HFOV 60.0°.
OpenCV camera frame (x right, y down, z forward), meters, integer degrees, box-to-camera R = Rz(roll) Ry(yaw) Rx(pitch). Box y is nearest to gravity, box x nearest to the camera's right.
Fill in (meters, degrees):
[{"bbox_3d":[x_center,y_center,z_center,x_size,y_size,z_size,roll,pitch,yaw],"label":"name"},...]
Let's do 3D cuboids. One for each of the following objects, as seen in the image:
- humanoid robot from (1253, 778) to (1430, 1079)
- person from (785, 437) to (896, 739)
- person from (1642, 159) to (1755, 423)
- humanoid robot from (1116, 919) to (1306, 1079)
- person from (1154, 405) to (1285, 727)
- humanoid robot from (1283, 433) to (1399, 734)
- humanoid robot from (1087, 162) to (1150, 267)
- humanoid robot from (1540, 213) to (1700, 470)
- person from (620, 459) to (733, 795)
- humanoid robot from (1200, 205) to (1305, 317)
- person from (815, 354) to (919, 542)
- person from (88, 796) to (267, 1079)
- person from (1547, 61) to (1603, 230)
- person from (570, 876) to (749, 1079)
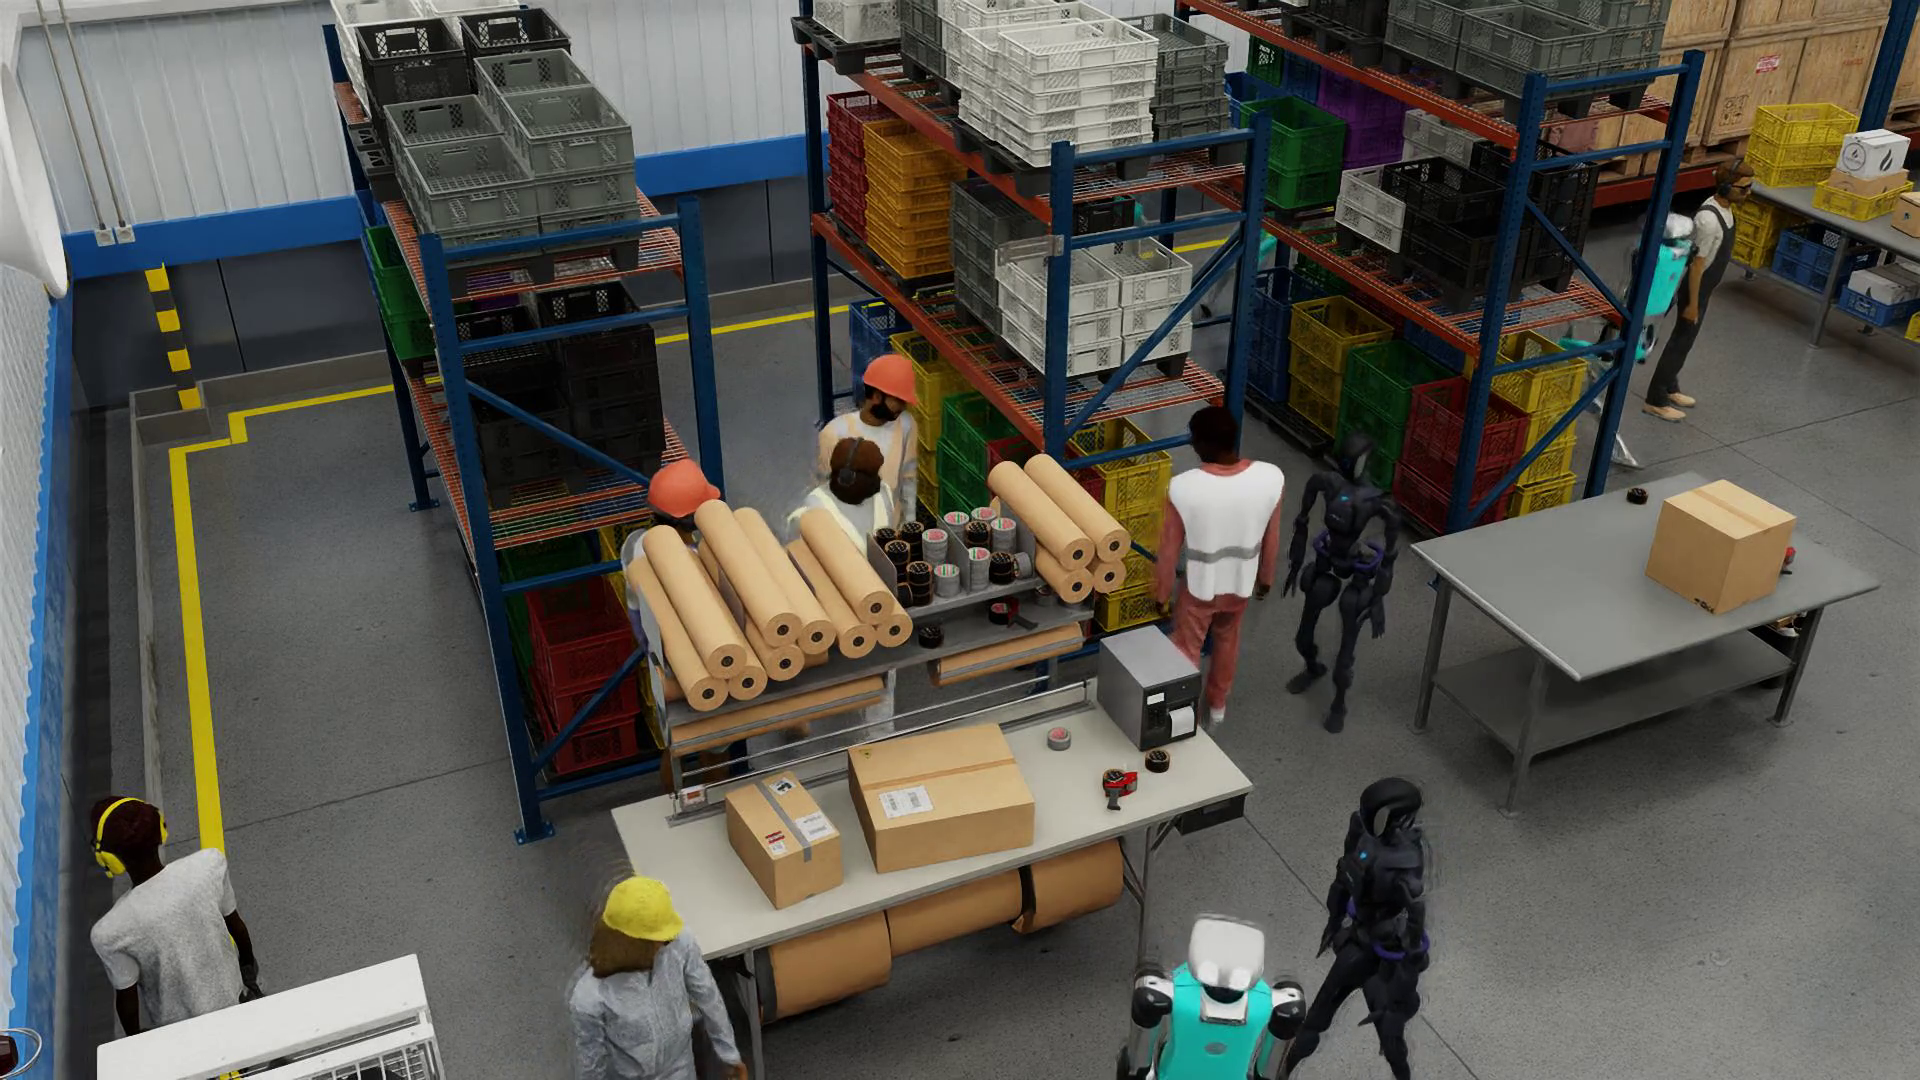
[{"bbox_3d":[1.484,1.559,6.129,0.750,1.631,0.603,-9,33,-14],"label":"humanoid robot"},{"bbox_3d":[-0.588,0.313,8.016,0.660,1.807,0.947,-22,38,-32],"label":"person"},{"bbox_3d":[4.977,-1.678,11.207,0.336,1.838,0.506,18,36,26],"label":"person"},{"bbox_3d":[0.781,1.870,5.647,0.564,1.898,0.742,2,32,3],"label":"humanoid robot"},{"bbox_3d":[1.263,0.231,8.066,0.637,1.878,0.830,-5,32,-8],"label":"person"},{"bbox_3d":[1.936,0.177,8.349,0.589,1.644,0.419,24,39,33],"label":"humanoid robot"},{"bbox_3d":[1.255,-2.969,13.263,0.735,1.677,0.533,-5,32,-8],"label":"humanoid robot"},{"bbox_3d":[4.179,-1.351,10.816,0.550,1.757,1.047,-19,37,-28],"label":"humanoid robot"},{"bbox_3d":[-1.177,0.561,7.369,0.607,2.044,0.389,23,38,32],"label":"person"},{"bbox_3d":[2.240,-2.438,12.590,0.900,1.836,0.551,-5,32,-9],"label":"humanoid robot"},{"bbox_3d":[-0.459,-0.052,8.496,0.593,1.900,0.403,-16,35,-24],"label":"person"},{"bbox_3d":[-2.672,1.634,5.807,0.339,1.858,0.517,19,37,28],"label":"person"},{"bbox_3d":[5.035,-3.169,13.699,0.524,1.761,0.335,-16,35,-24],"label":"person"},{"bbox_3d":[-1.021,1.814,5.639,0.563,1.715,0.518,23,38,32],"label":"person"}]
